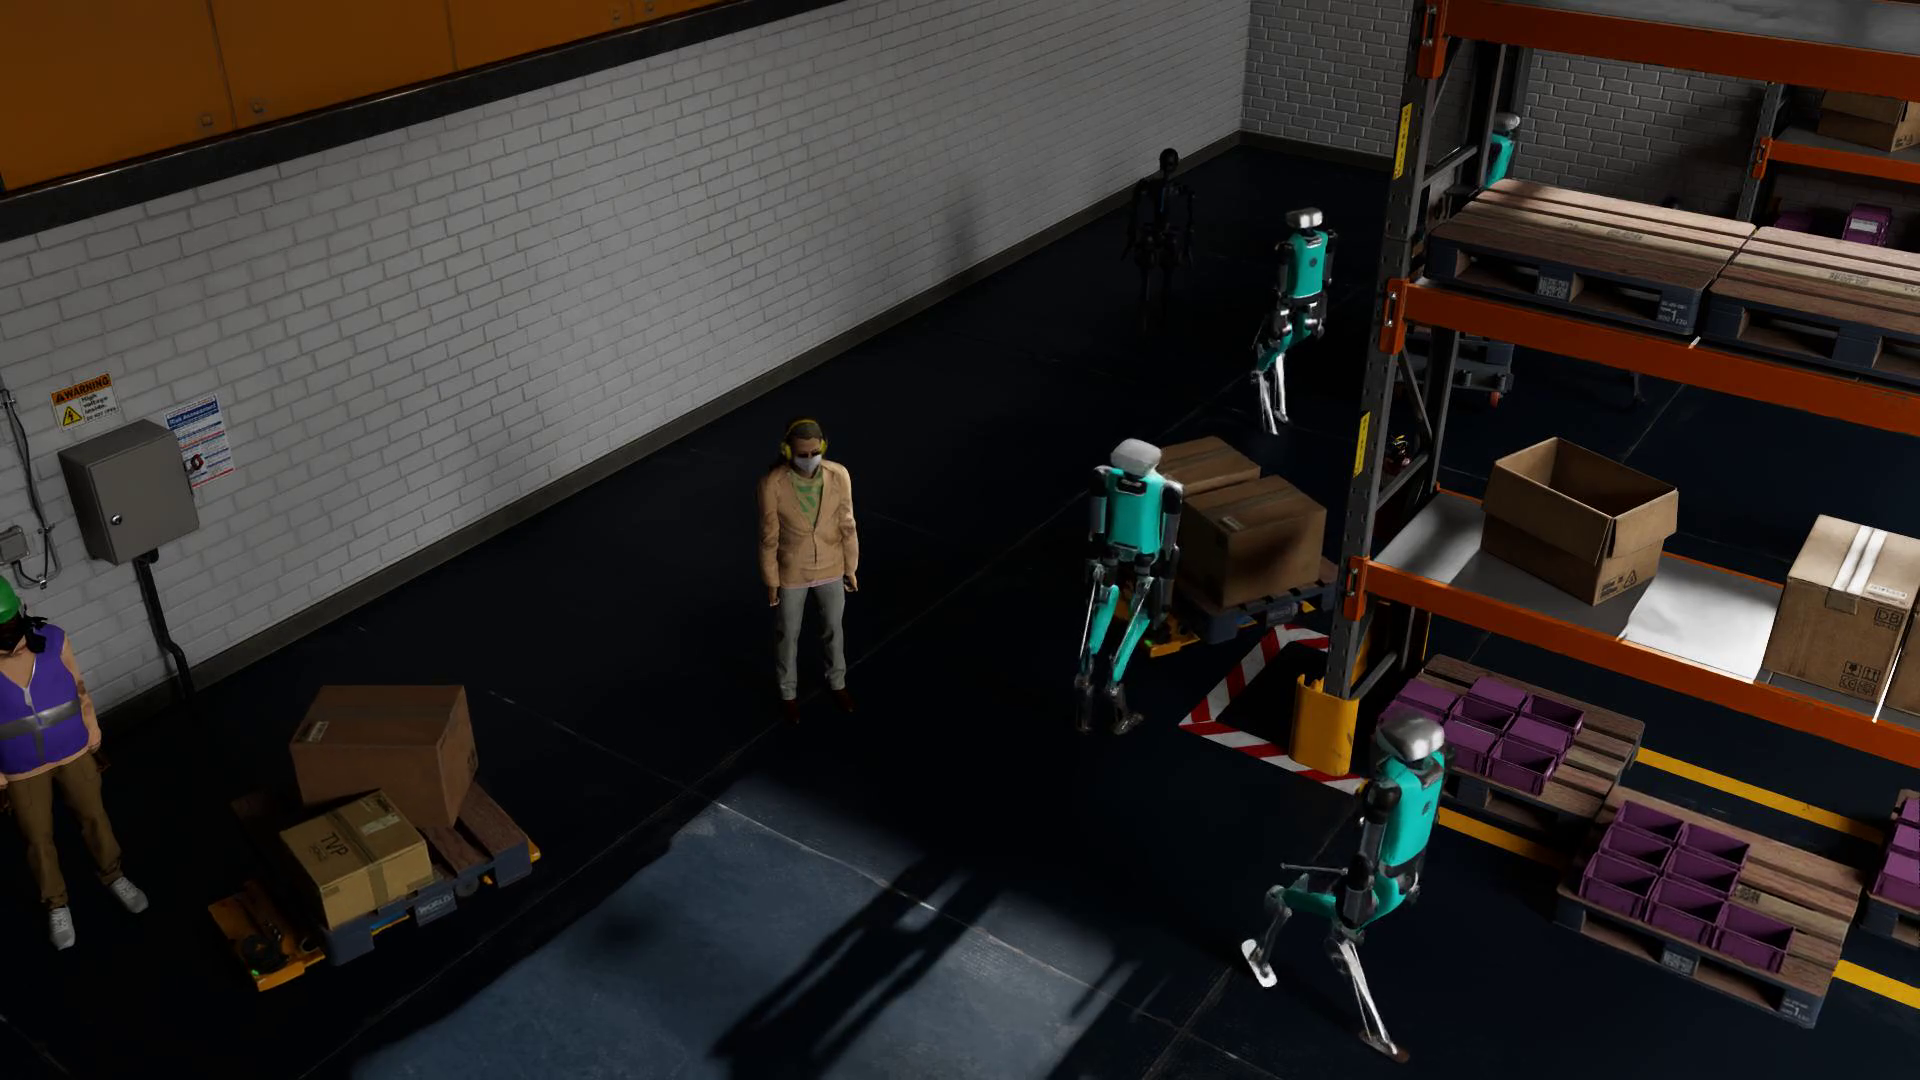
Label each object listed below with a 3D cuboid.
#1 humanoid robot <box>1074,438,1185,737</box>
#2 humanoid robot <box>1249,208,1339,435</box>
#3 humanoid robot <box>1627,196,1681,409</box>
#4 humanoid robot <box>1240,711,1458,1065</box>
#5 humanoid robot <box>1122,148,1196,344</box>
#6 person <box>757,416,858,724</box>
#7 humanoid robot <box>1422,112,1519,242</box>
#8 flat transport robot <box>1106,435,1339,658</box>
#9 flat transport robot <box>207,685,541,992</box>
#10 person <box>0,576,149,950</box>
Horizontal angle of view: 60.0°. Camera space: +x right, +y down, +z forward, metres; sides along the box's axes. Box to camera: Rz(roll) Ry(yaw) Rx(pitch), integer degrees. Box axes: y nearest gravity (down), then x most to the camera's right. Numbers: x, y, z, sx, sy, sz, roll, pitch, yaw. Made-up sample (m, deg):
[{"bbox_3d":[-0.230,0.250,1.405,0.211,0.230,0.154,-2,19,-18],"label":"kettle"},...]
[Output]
[{"bbox_3d":[0.832,0.369,8.920,0.531,1.787,0.670,15,33,24],"label":"humanoid robot"},{"bbox_3d":[2.407,-1.670,12.445,0.548,1.776,0.661,-15,33,-24],"label":"humanoid robot"},{"bbox_3d":[5.373,-1.833,12.858,0.605,1.648,0.734,3,30,6],"label":"humanoid robot"},{"bbox_3d":[1.598,1.381,7.204,0.530,1.774,0.990,-25,38,-36],"label":"humanoid robot"},{"bbox_3d":[1.666,-2.468,13.977,0.609,1.652,0.771,6,30,10],"label":"humanoid robot"},{"bbox_3d":[-0.834,0.154,9.179,0.554,1.869,0.391,-10,31,-17],"label":"person"},{"bbox_3d":[4.389,-2.900,14.630,0.801,1.788,0.539,19,35,29],"label":"humanoid robot"},{"bbox_3d":[1.630,0.337,10.455,1.431,0.231,0.659,-14,33,-23],"label":"flat transport robot"},{"bbox_3d":[-2.868,1.651,8.176,1.431,0.231,0.659,-23,37,-34],"label":"flat transport robot"},{"bbox_3d":[-4.238,0.985,7.668,0.533,1.931,0.409,-26,39,-38],"label":"person"}]
